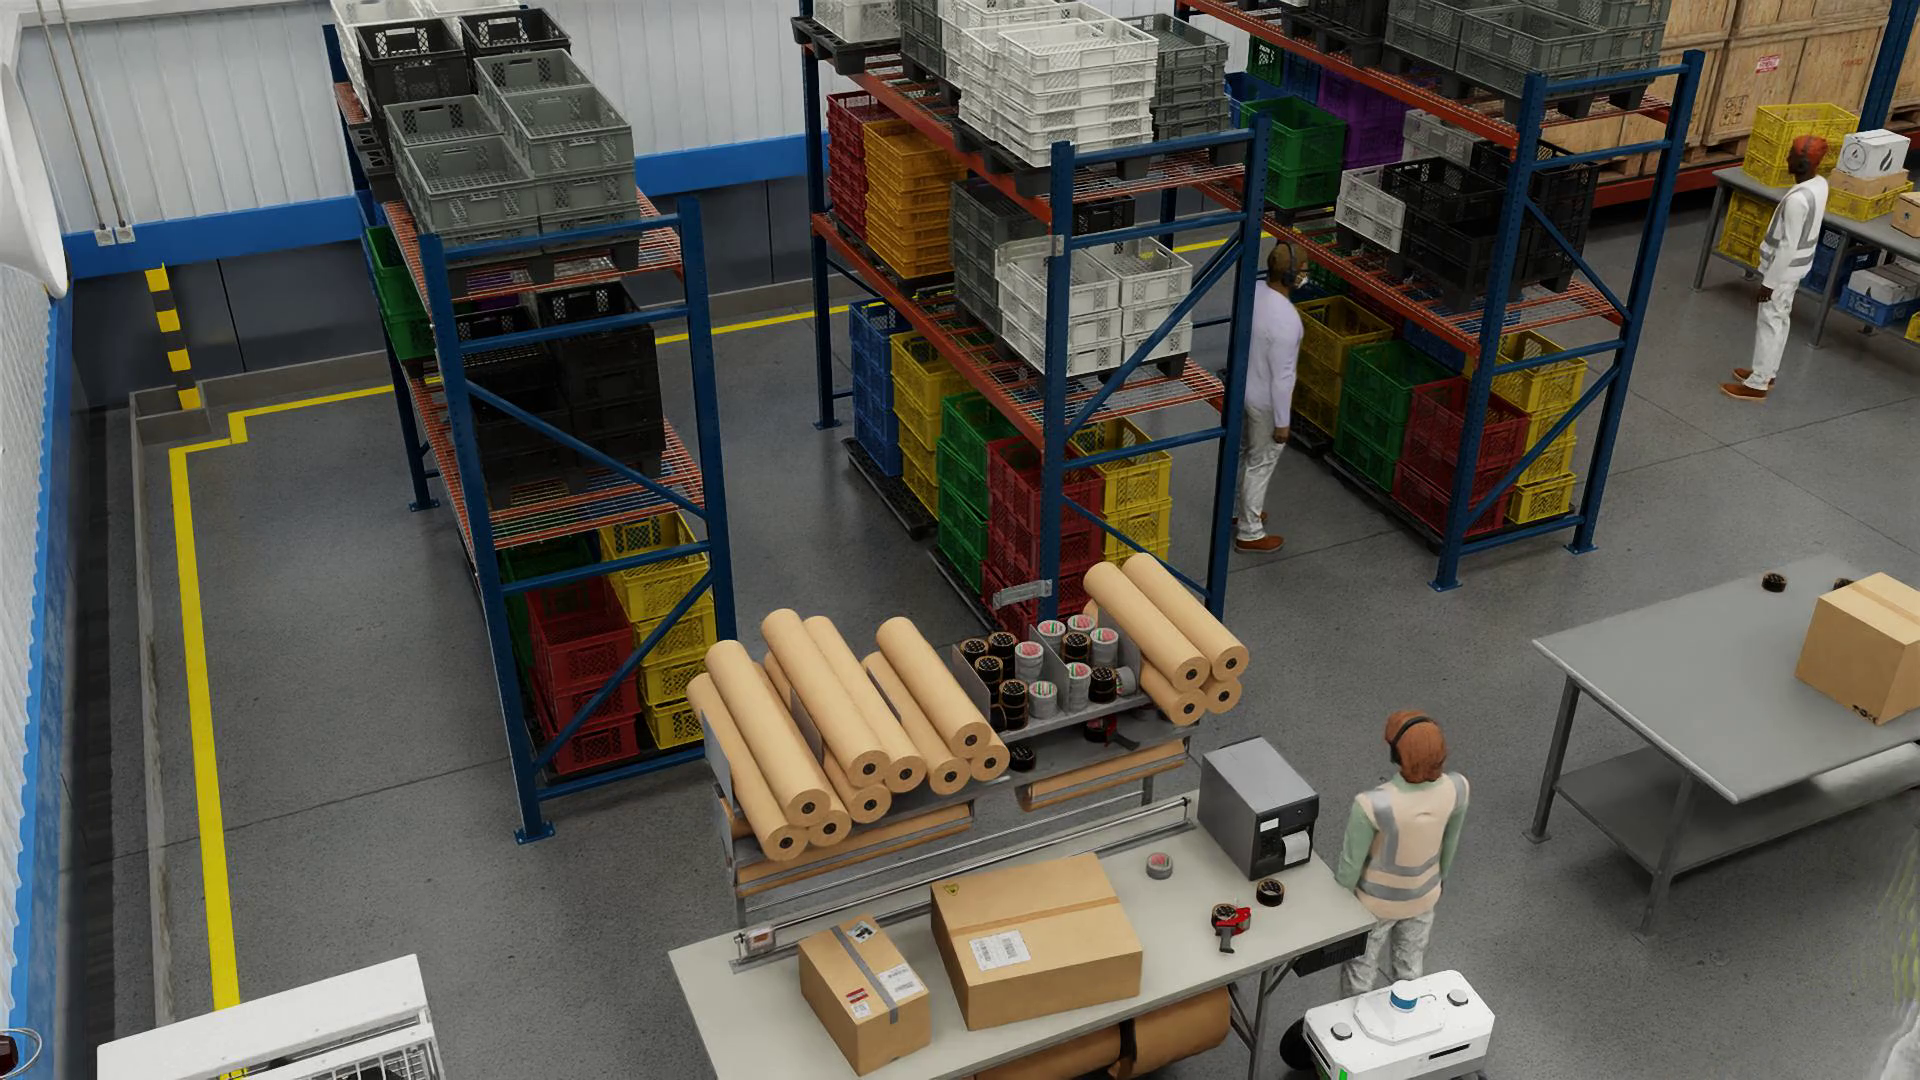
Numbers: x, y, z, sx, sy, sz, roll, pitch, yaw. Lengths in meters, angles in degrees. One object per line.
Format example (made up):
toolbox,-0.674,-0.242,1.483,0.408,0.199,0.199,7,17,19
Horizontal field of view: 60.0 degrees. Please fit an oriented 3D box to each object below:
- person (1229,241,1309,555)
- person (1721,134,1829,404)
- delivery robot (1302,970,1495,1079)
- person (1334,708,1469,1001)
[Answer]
person,1.778,-0.826,9.714,0.369,1.932,0.633,-6,32,-9
person,5.649,-1.856,11.432,0.337,1.880,0.584,23,38,32
delivery robot,1.702,1.920,6.471,0.707,0.478,0.477,-10,33,-16
person,1.676,1.367,6.438,0.523,1.631,0.316,-11,33,-18
